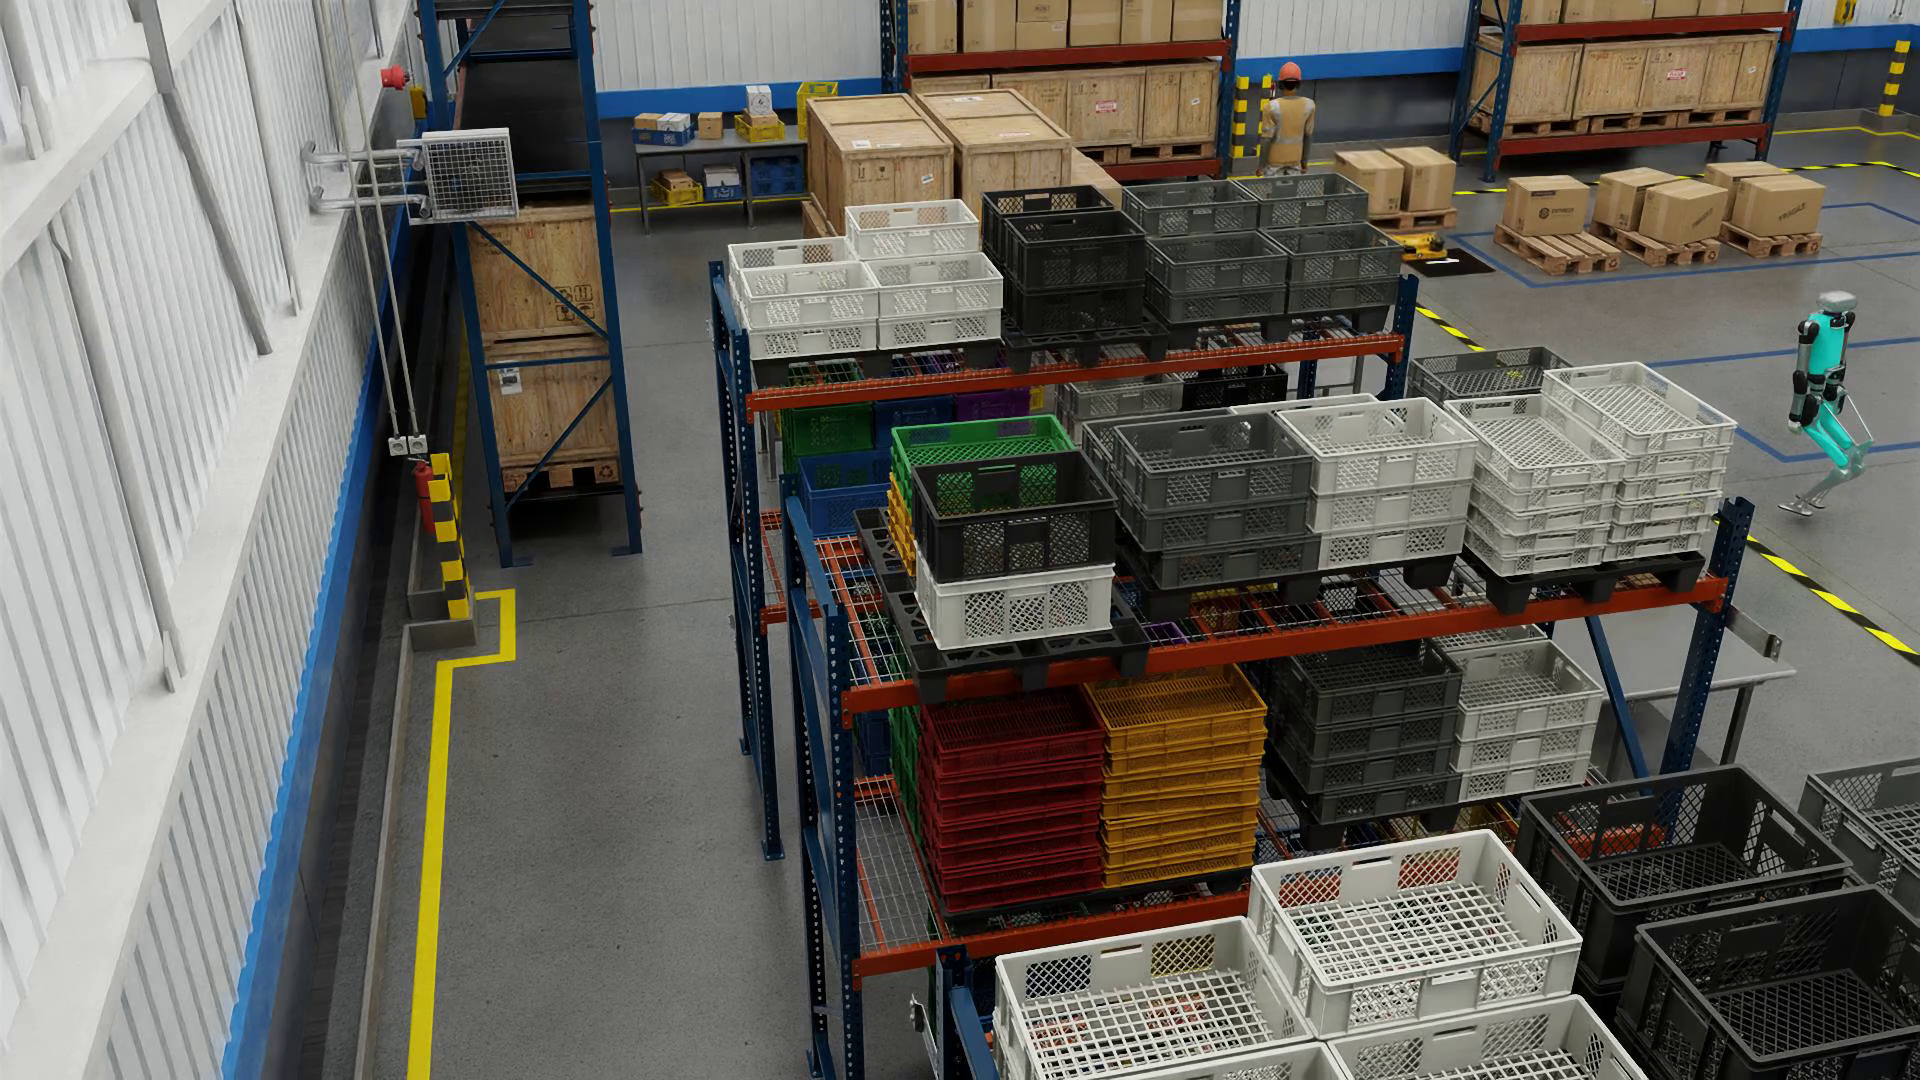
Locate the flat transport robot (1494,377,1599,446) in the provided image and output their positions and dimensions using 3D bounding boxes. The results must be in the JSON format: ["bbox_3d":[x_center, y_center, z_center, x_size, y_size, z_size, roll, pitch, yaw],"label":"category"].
[{"bbox_3d":[4.780,-1.036,14.013,0.659,0.231,1.431,-6,28,-12],"label":"flat transport robot"}]

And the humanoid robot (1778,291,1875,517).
[{"bbox_3d":[6.402,-0.942,12.120,0.533,1.673,0.735,-16,32,-27],"label":"humanoid robot"}]

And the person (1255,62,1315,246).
[{"bbox_3d":[3.480,-4.114,17.952,0.614,2.040,0.370,-8,29,-15],"label":"person"}]

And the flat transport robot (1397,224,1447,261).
[{"bbox_3d":[4.791,-3.427,18.519,0.652,0.197,1.431,-6,28,-12],"label":"flat transport robot"}]
